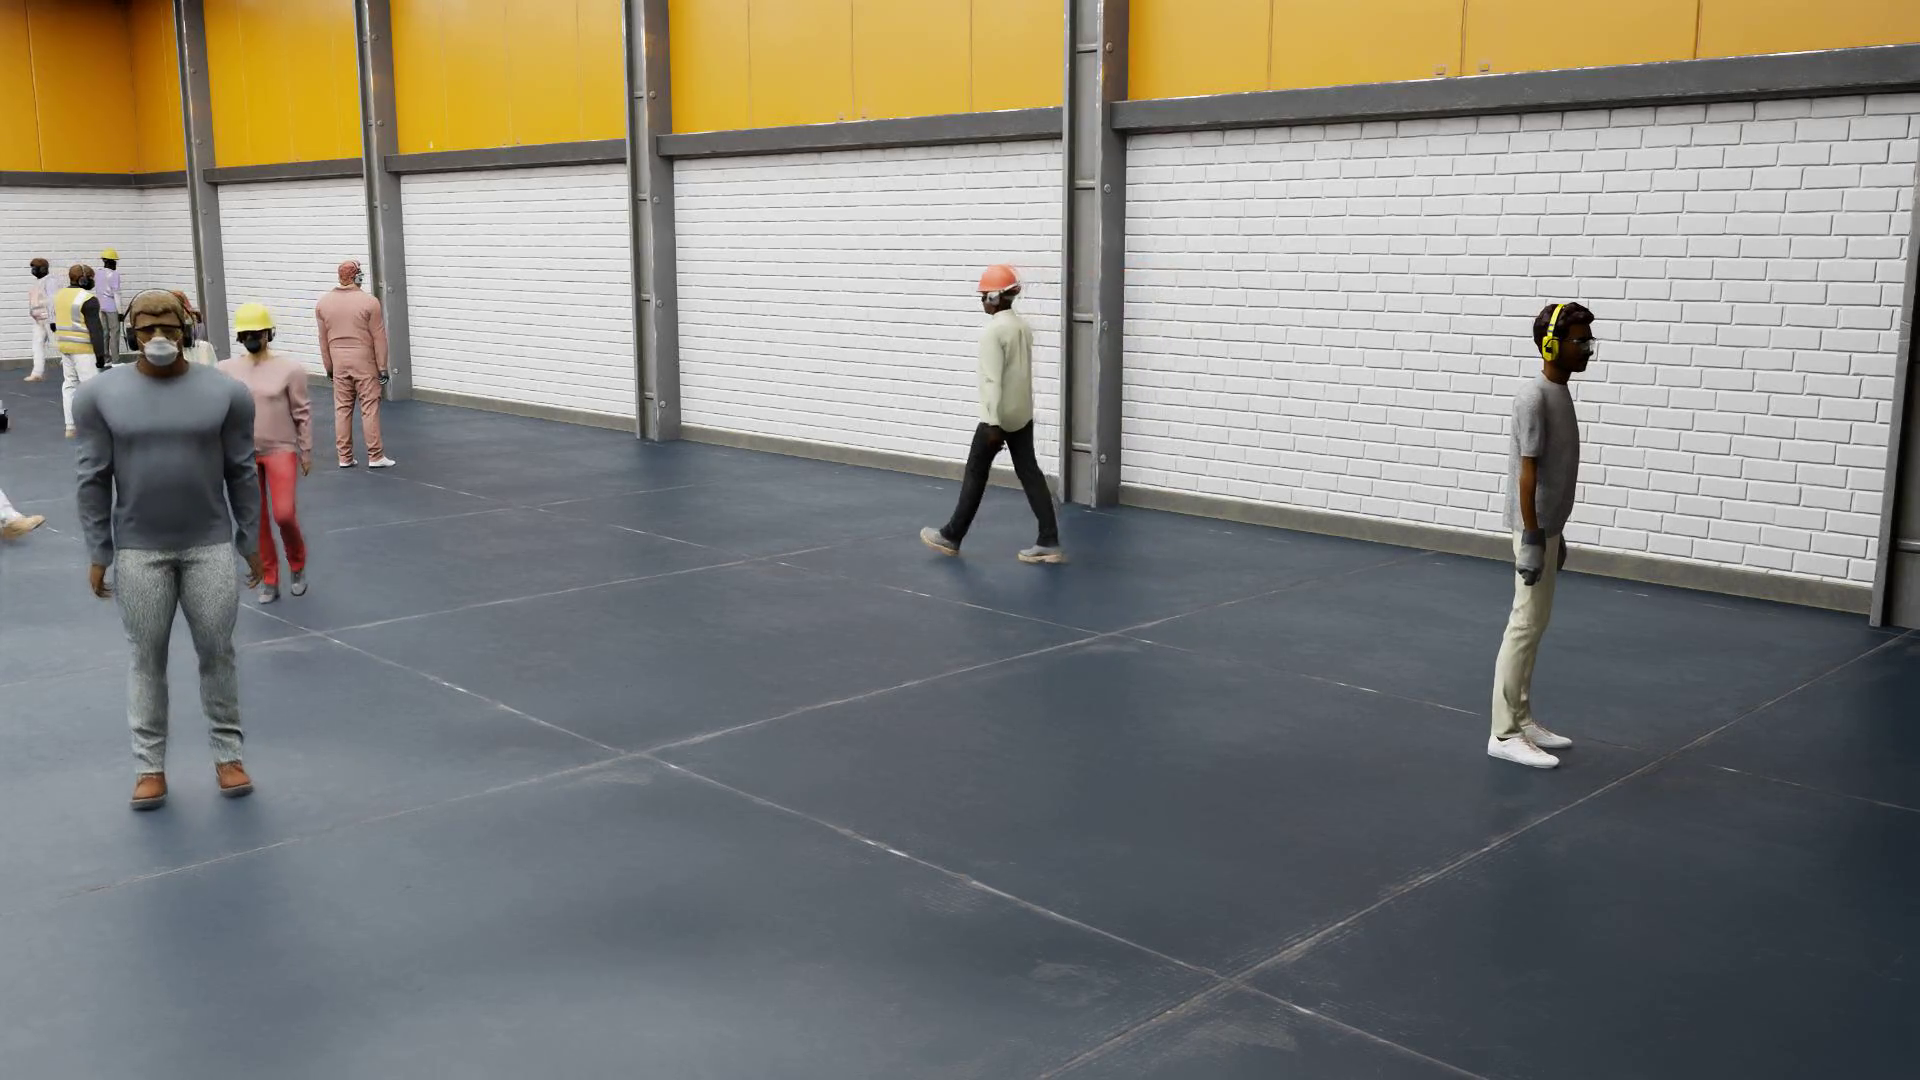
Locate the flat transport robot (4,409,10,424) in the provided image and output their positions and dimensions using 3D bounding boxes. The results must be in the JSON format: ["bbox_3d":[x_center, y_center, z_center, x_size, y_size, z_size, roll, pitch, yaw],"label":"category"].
[{"bbox_3d":[-11.107,-1.275,17.928,1.431,0.197,0.652,-4,11,-23],"label":"flat transport robot"}]

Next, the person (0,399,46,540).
[{"bbox_3d":[-6.861,-0.882,11.597,0.919,1.798,0.659,0,10,-3],"label":"person"}]

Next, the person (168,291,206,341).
[{"bbox_3d":[-7.336,-1.531,15.683,0.515,1.610,0.705,-7,12,-33],"label":"person"}]

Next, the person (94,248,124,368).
[{"bbox_3d":[-13.718,-3.741,26.888,0.589,1.918,0.404,6,12,31],"label":"person"}]

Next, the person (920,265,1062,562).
[{"bbox_3d":[0.248,-0.822,10.909,1.041,1.935,0.652,6,12,31],"label":"person"}]

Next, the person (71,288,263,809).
[{"bbox_3d":[-2.955,0.030,6.260,0.633,1.938,0.362,-5,12,-26],"label":"person"}]

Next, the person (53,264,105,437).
[{"bbox_3d":[-9.272,-1.987,17.577,0.632,1.833,0.434,6,12,28],"label":"person"}]

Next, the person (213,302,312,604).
[{"bbox_3d":[-4.036,-0.490,9.607,0.530,1.754,0.372,-1,10,-7],"label":"person"}]

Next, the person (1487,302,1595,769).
[{"bbox_3d":[2.371,-0.027,6.761,0.310,1.868,0.533,6,12,29],"label":"person"}]

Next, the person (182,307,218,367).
[{"bbox_3d":[-5.574,-0.897,12.226,0.748,1.607,0.517,3,11,18],"label":"person"}]

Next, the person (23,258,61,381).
[{"bbox_3d":[-13.433,-3.267,24.626,0.635,1.820,0.875,8,13,38],"label":"person"}]

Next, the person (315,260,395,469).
[{"bbox_3d":[-5.528,-1.602,15.249,0.641,1.908,0.407,2,11,8],"label":"person"}]
